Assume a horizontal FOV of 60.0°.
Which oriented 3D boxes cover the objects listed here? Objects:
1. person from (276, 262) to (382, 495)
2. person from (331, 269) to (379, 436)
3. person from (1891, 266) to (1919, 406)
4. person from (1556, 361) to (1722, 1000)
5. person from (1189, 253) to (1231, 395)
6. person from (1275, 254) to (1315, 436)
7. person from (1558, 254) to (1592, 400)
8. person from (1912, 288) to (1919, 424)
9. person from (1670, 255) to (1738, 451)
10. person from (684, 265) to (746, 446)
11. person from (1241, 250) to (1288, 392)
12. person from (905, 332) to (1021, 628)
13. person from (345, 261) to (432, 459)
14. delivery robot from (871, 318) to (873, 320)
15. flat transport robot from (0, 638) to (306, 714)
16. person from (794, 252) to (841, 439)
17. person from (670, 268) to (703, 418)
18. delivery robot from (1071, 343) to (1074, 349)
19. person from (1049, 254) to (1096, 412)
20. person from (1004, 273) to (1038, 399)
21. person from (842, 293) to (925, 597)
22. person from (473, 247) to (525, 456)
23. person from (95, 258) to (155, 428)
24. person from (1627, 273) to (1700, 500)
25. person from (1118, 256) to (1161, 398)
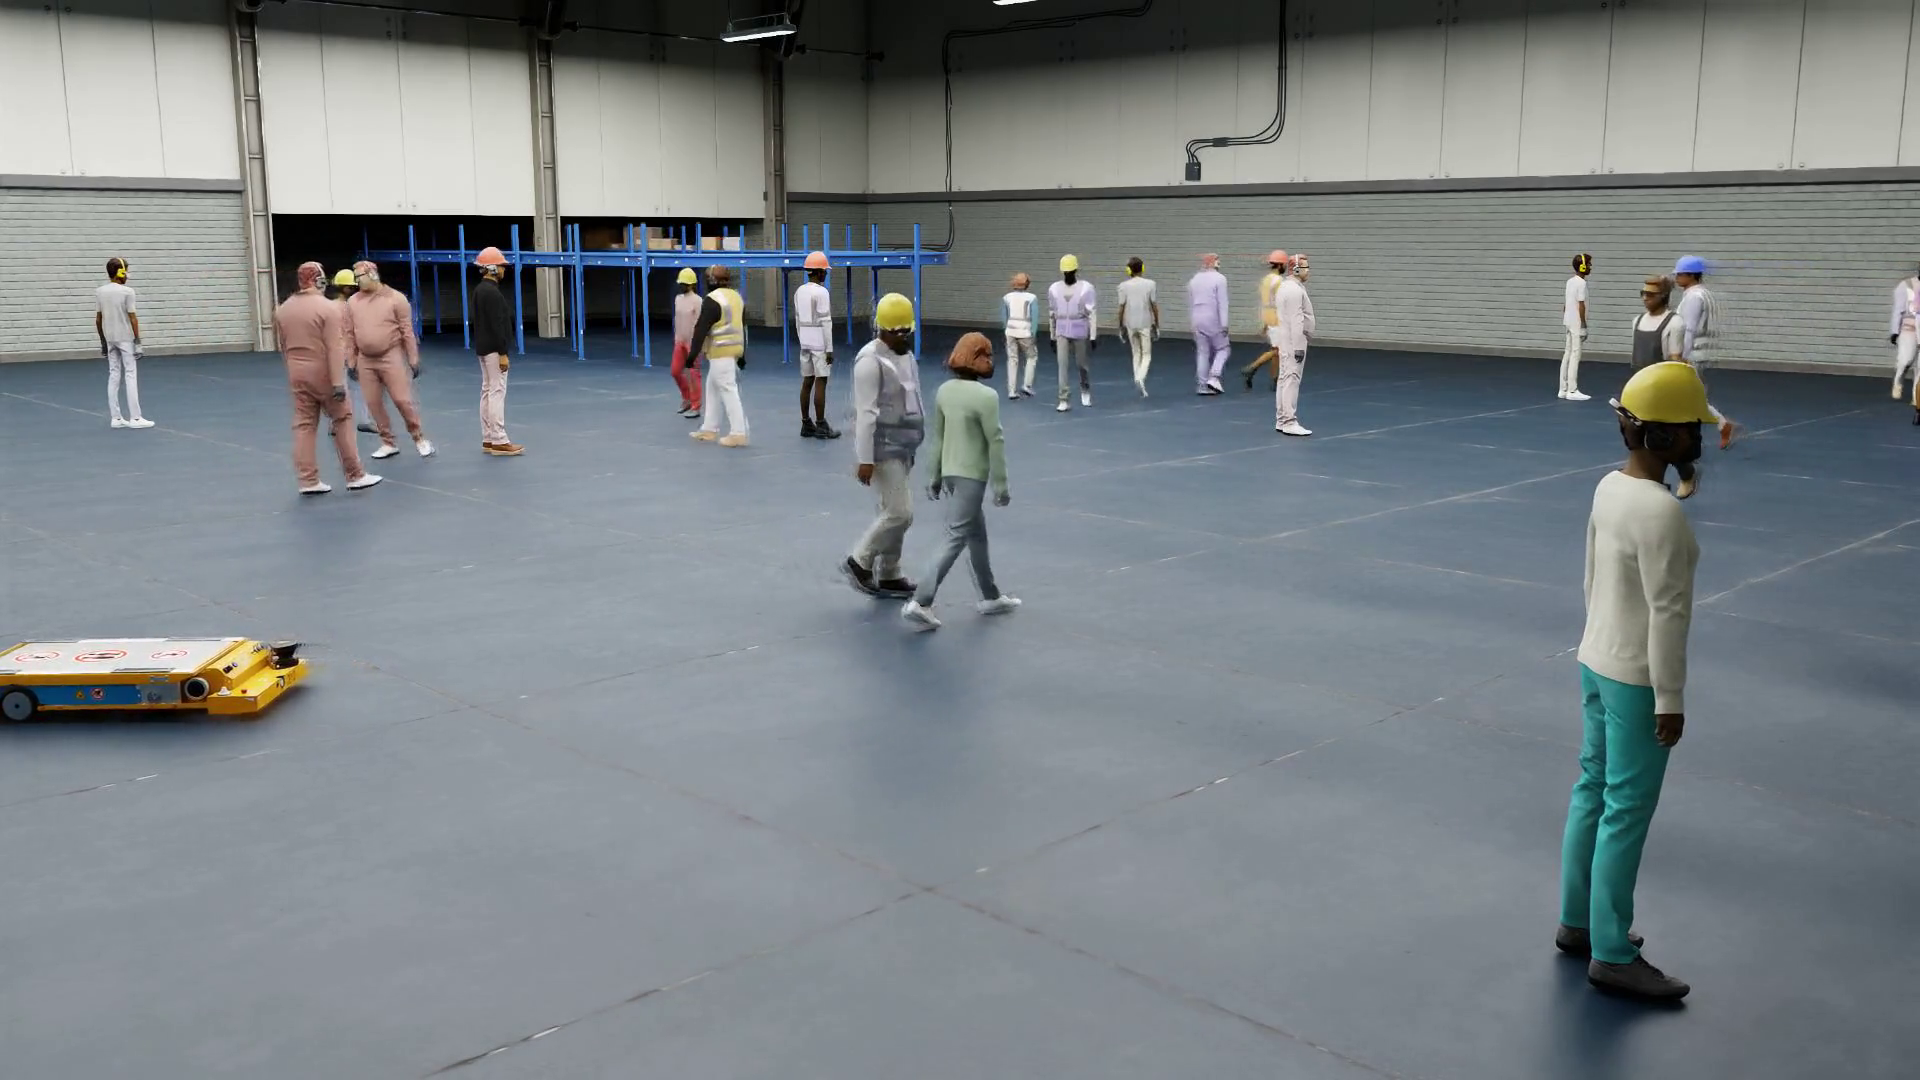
[{"bbox_3d":[-5.196,-1.330,13.683,0.678,1.884,0.738,4,11,23],"label":"person"},{"bbox_3d":[-6.371,-1.958,17.484,0.640,1.743,0.557,0,10,-1],"label":"person"},{"bbox_3d":[11.959,-2.590,20.728,0.647,1.828,0.460,2,11,11],"label":"person"},{"bbox_3d":[1.918,0.383,4.689,0.311,1.768,0.533,0,10,2],"label":"person"},{"bbox_3d":[3.325,-2.853,22.034,0.443,1.874,0.725,-8,13,-37],"label":"person"},{"bbox_3d":[3.577,-2.083,17.752,0.410,1.908,0.643,0,10,-1],"label":"person"},{"bbox_3d":[8.004,-2.766,21.572,0.330,1.874,0.518,0,10,-2],"label":"person"},{"bbox_3d":[10.974,-2.251,18.609,0.374,1.930,0.542,-6,12,-28],"label":"person"},{"bbox_3d":[7.103,-1.781,16.058,0.735,1.929,0.623,3,11,18],"label":"person"},{"bbox_3d":[-2.518,-1.870,16.876,0.828,1.806,0.643,3,11,15],"label":"person"},{"bbox_3d":[4.199,-2.965,22.545,0.730,1.920,0.568,-2,11,-10],"label":"person"},{"bbox_3d":[0.007,-0.337,9.094,0.823,1.595,0.532,-7,13,-34],"label":"person"},{"bbox_3d":[-5.477,-1.709,15.820,0.736,1.869,0.502,2,11,9],"label":"person"},{"bbox_3d":[-1.647,-4.789,35.349,0.335,0.223,0.698,-5,12,-26],"label":"delivery robot"},{"bbox_3d":[-3.828,0.618,7.601,1.431,0.197,0.652,-1,10,-3],"label":"flat transport robot"},{"bbox_3d":[-1.501,-2.049,17.481,0.360,1.938,0.545,-9,14,-40],"label":"person"},{"bbox_3d":[-3.151,-2.278,19.288,0.552,1.731,0.421,8,13,37],"label":"person"},{"bbox_3d":[2.034,-3.703,30.135,0.477,0.478,0.707,4,11,21],"label":"delivery robot"},{"bbox_3d":[1.394,-2.550,20.350,0.599,1.897,0.893,3,11,18],"label":"person"},{"bbox_3d":[0.793,-2.647,21.592,0.526,1.623,0.448,6,12,28],"label":"person"},{"bbox_3d":[-0.394,-0.518,9.541,0.420,1.788,0.673,3,11,18],"label":"person"},{"bbox_3d":[-4.514,-1.833,16.149,0.379,1.995,0.612,-6,12,-31],"label":"person"},{"bbox_3d":[-9.252,-2.169,18.343,0.513,1.864,0.337,2,11,12],"label":"person"},{"bbox_3d":[5.417,-1.143,12.866,0.659,1.828,0.508,-4,11,-20],"label":"person"},{"bbox_3d":[2.315,-2.741,21.519,0.572,1.840,0.584,3,11,16],"label":"person"}]
